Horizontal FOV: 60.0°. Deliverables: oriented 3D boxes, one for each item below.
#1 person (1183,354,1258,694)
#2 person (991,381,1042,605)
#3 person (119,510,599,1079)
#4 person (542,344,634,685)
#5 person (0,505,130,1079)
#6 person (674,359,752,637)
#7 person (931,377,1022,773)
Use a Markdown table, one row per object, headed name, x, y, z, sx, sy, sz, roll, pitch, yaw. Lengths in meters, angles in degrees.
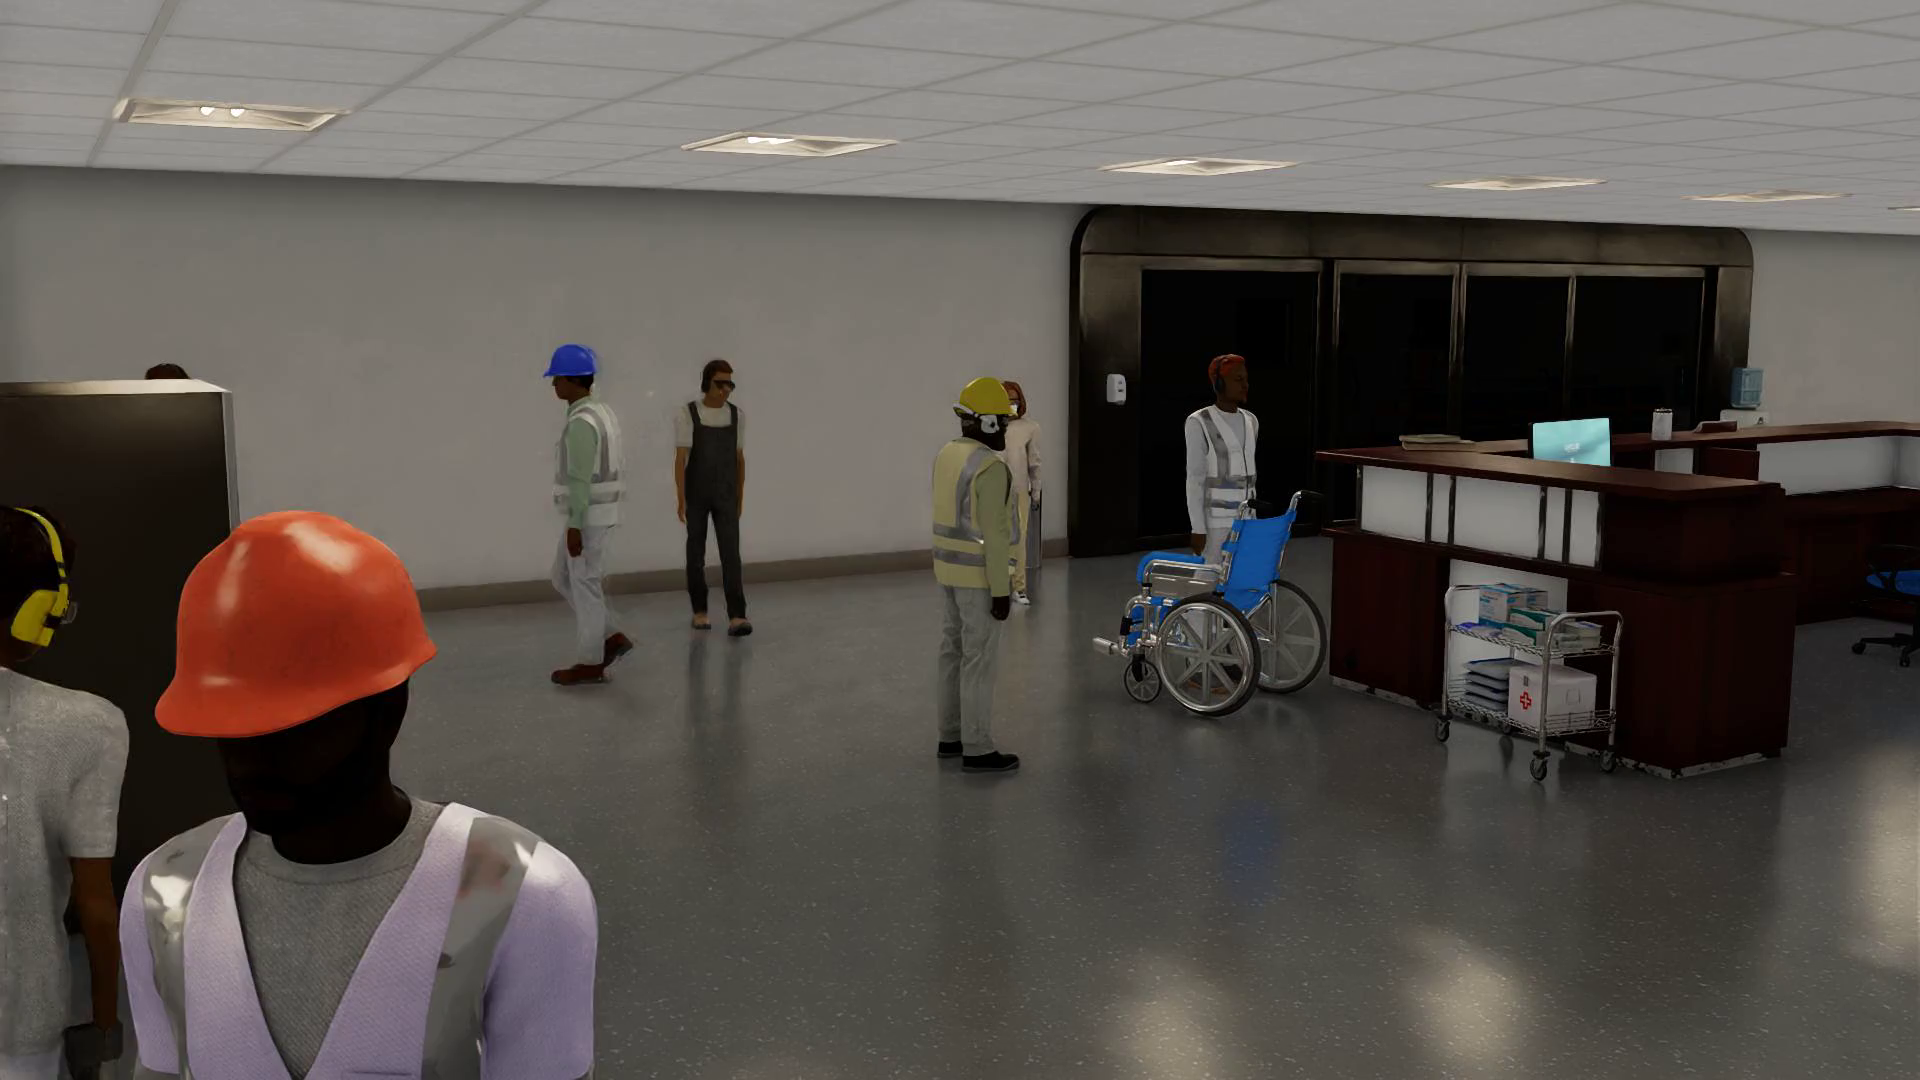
| name | x | y | z | sx | sy | sz | roll | pitch | yaw |
| --- | --- | --- | --- | --- | --- | --- | --- | --- | --- |
| person | 1.486 | -0.095 | 9.331 | 0.574 | 1.885 | 0.356 | -8 | 11 | -44 |
| person | 0.340 | -0.332 | 11.989 | 0.504 | 1.627 | 0.285 | -1 | 8 | -6 |
| person | -0.656 | 0.923 | 1.826 | 0.539 | 1.929 | 0.384 | 1 | 8 | 7 |
| person | -2.141 | -0.135 | 9.410 | 0.432 | 1.936 | 0.632 | -1 | 8 | -8 |
| person | -1.675 | 0.857 | 2.740 | 0.602 | 1.807 | 0.957 | -3 | 8 | -22 |
| person | -1.596 | -0.262 | 10.813 | 0.531 | 1.794 | 0.957 | -3 | 9 | -22 |
| person | 0.081 | 0.160 | 7.721 | 0.403 | 1.824 | 0.597 | -4 | 9 | -26 |
